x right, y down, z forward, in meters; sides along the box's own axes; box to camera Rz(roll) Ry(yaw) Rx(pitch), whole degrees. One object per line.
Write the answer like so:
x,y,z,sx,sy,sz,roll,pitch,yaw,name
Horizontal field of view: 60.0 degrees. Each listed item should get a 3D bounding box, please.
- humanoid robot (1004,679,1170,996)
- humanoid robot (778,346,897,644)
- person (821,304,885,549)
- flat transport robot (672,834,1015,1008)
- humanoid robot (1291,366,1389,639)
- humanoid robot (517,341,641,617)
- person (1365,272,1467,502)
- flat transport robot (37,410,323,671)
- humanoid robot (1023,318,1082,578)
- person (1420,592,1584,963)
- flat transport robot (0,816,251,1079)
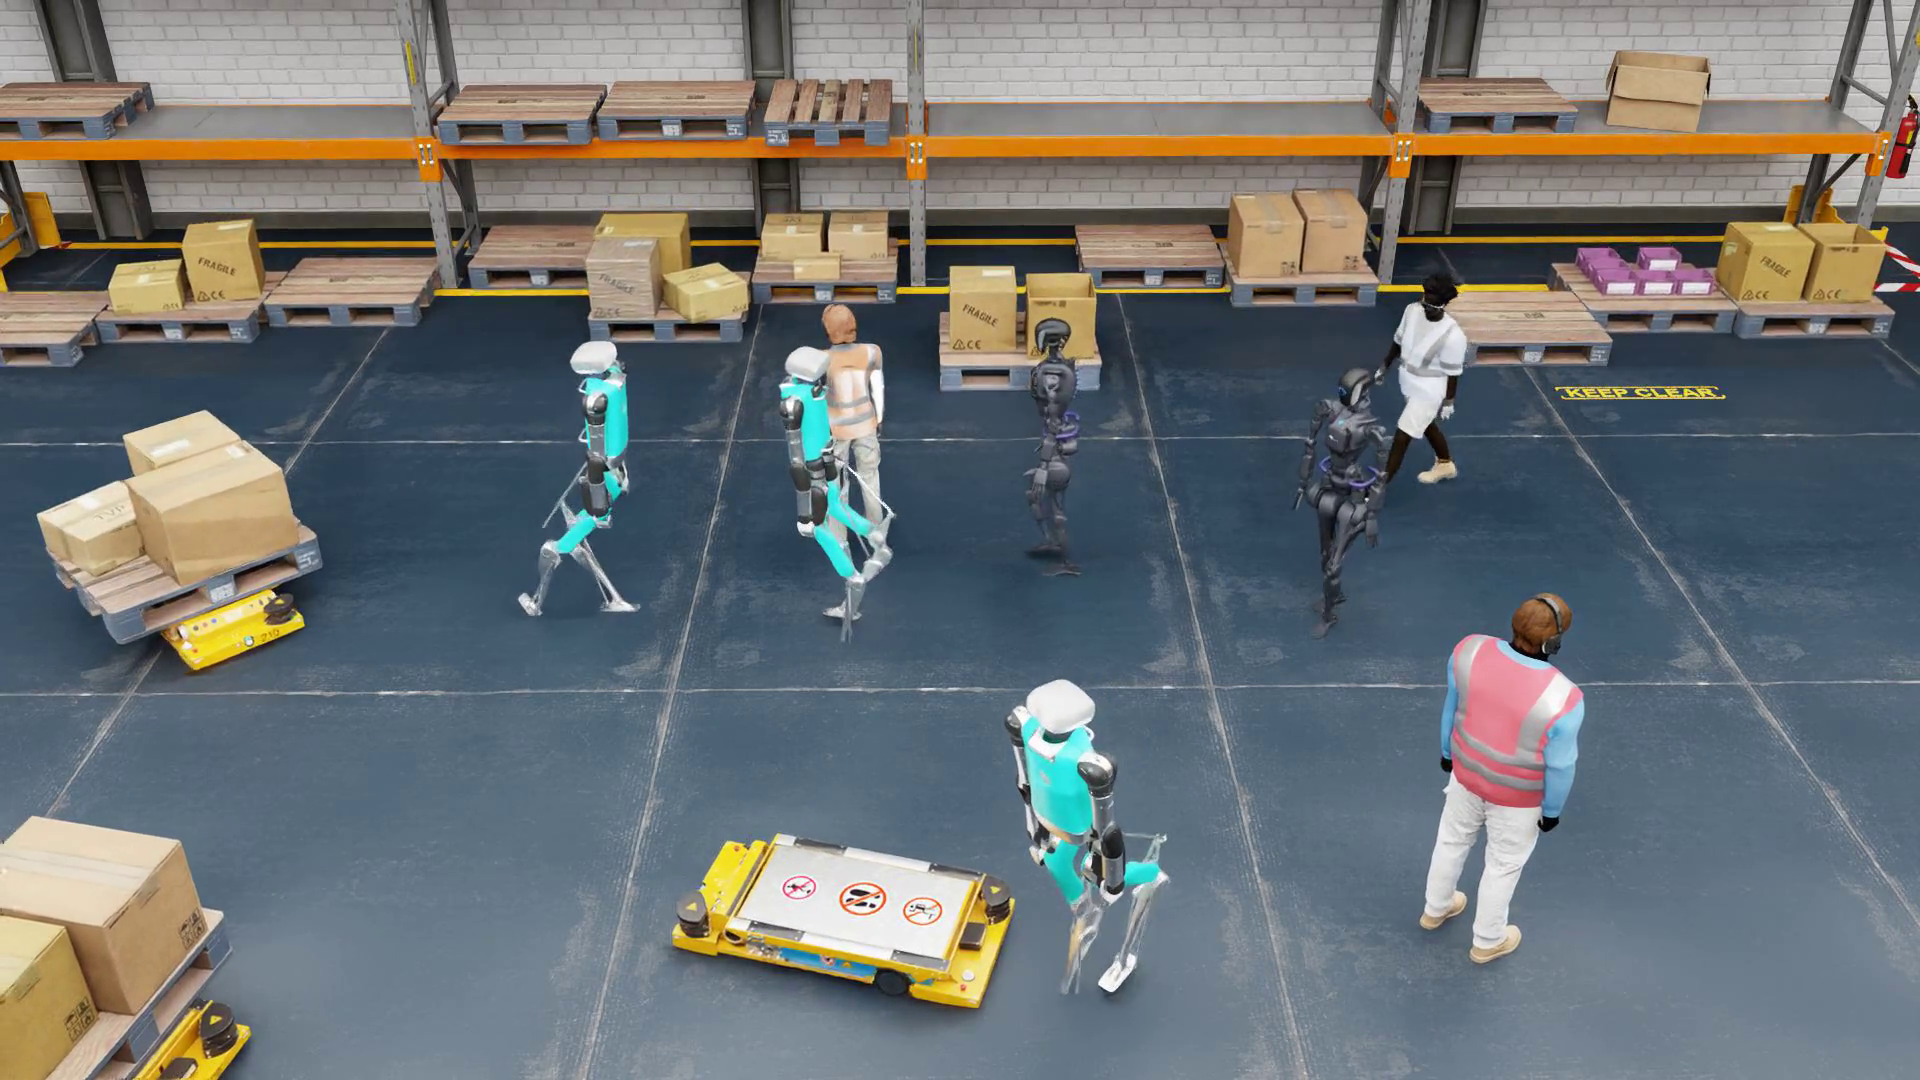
0.604,1.277,6.971,0.854,1.854,0.531,-26,40,-36,humanoid robot
-0.625,-0.186,9.373,0.720,1.874,0.534,7,32,11,humanoid robot
-0.692,-0.670,10.194,0.512,1.639,0.311,-13,33,-21,person
-0.521,1.705,7.573,1.431,0.231,0.659,8,32,13,flat transport robot
2.152,-0.240,9.449,0.545,1.637,0.603,-23,38,-33,humanoid robot
-2.271,-0.289,9.524,0.872,1.829,0.547,3,31,4,humanoid robot
2.994,-0.996,10.727,0.870,1.641,0.602,-10,32,-16,person
-4.555,0.294,9.922,0.659,0.231,1.431,-26,40,-37,flat transport robot
0.557,-0.534,9.930,0.442,1.648,0.601,3,31,6,humanoid robot
2.348,1.021,7.200,0.431,1.837,0.628,-23,38,-34,person
-3.771,2.120,6.881,1.431,0.231,0.659,7,32,11,flat transport robot
